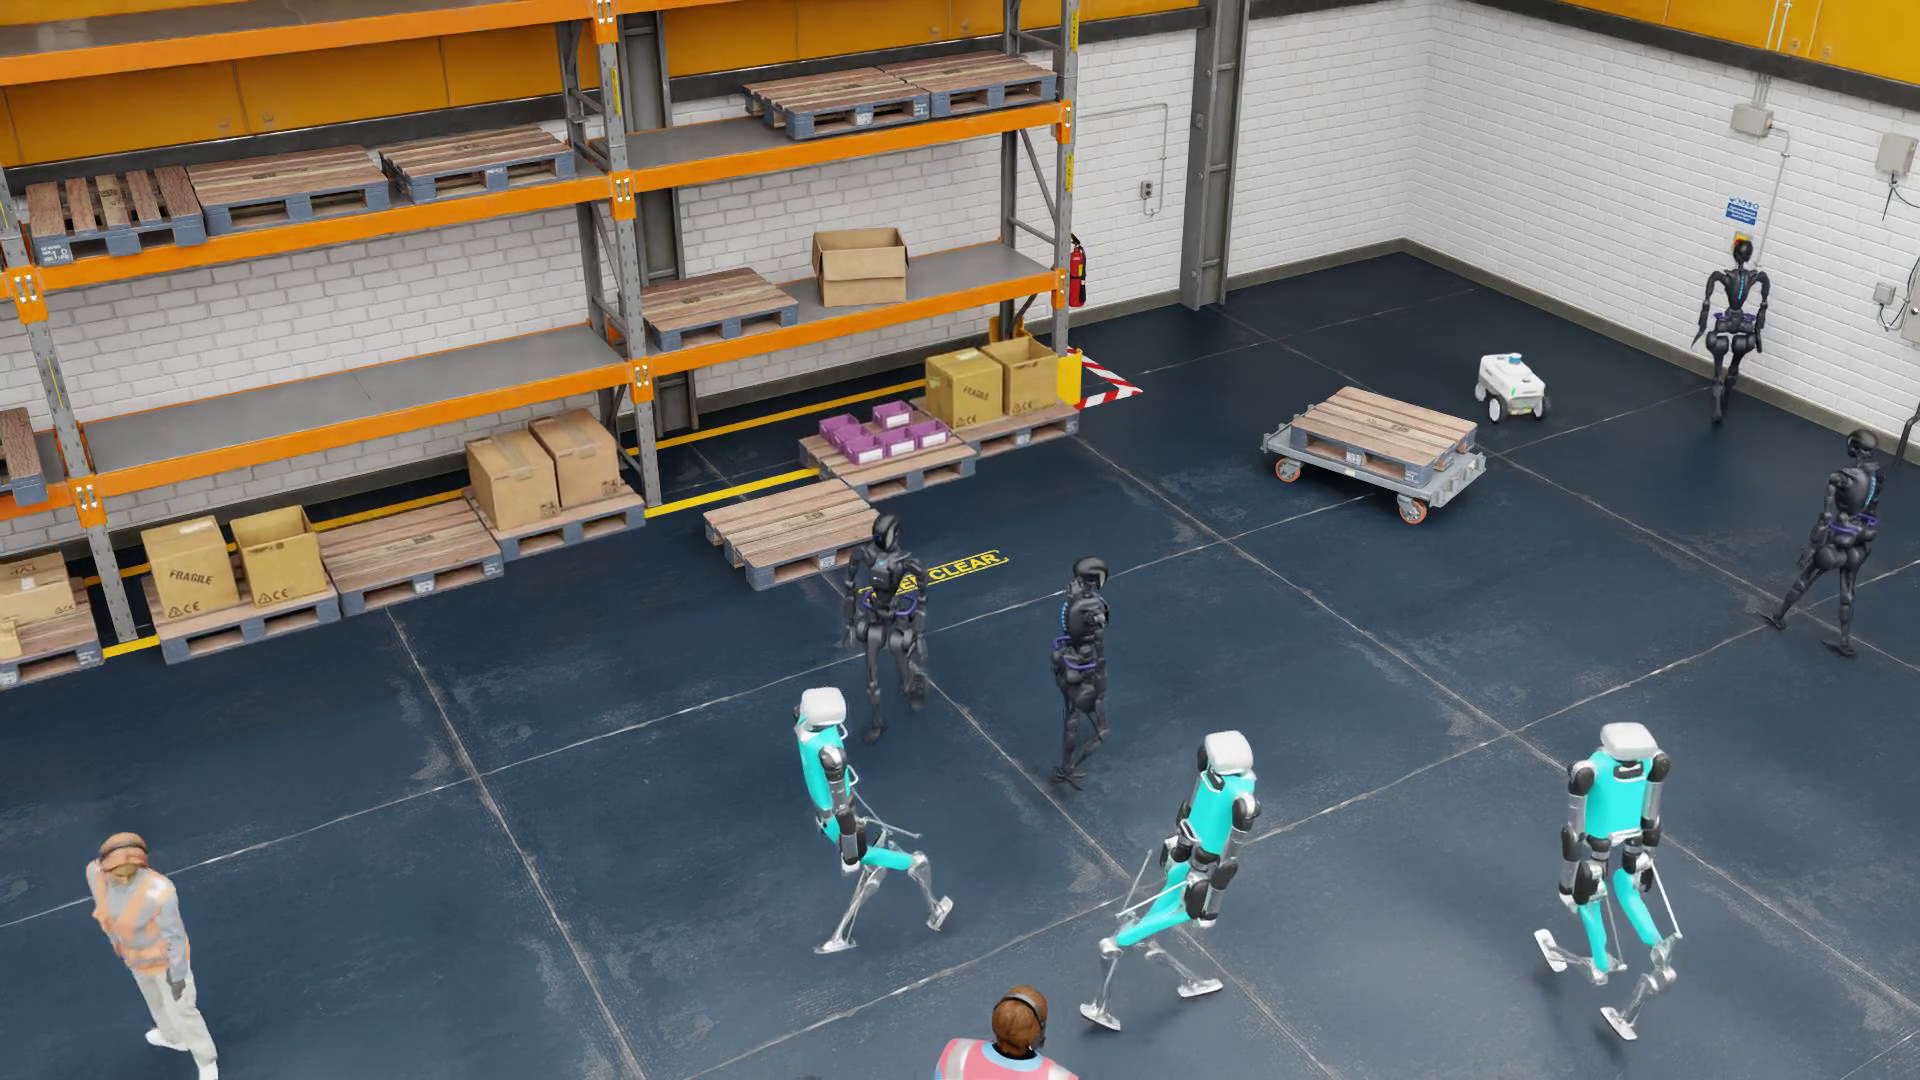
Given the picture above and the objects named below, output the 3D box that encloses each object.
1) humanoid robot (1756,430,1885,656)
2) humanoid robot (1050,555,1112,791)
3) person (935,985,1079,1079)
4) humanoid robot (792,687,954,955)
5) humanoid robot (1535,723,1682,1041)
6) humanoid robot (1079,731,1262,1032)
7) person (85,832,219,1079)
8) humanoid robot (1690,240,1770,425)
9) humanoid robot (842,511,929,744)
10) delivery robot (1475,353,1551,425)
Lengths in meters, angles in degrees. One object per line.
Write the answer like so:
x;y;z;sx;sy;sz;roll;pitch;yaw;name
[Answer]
6.119;-0.027;11.612;0.608;1.631;0.711;-13;32;-22;humanoid robot
0.729;0.801;10.129;0.349;1.648;0.606;-10;31;-17;humanoid robot
0.211;2.564;6.854;0.629;1.836;0.431;11;31;18;person
-0.390;1.477;8.884;0.951;1.778;0.548;-12;32;-21;humanoid robot
3.324;1.779;8.332;0.538;1.722;1.015;-7;30;-12;humanoid robot
0.943;1.775;8.394;1.017;1.756;0.566;-8;30;-14;humanoid robot
-3.961;2.002;8.065;0.667;1.606;0.337;14;32;23;person
6.891;-1.879;14.897;0.597;1.634;0.665;5;30;9;humanoid robot
-0.449;0.504;10.660;0.611;1.632;0.562;10;31;18;humanoid robot
5.030;-1.392;15.161;0.499;0.608;0.786;-4;30;-8;delivery robot
